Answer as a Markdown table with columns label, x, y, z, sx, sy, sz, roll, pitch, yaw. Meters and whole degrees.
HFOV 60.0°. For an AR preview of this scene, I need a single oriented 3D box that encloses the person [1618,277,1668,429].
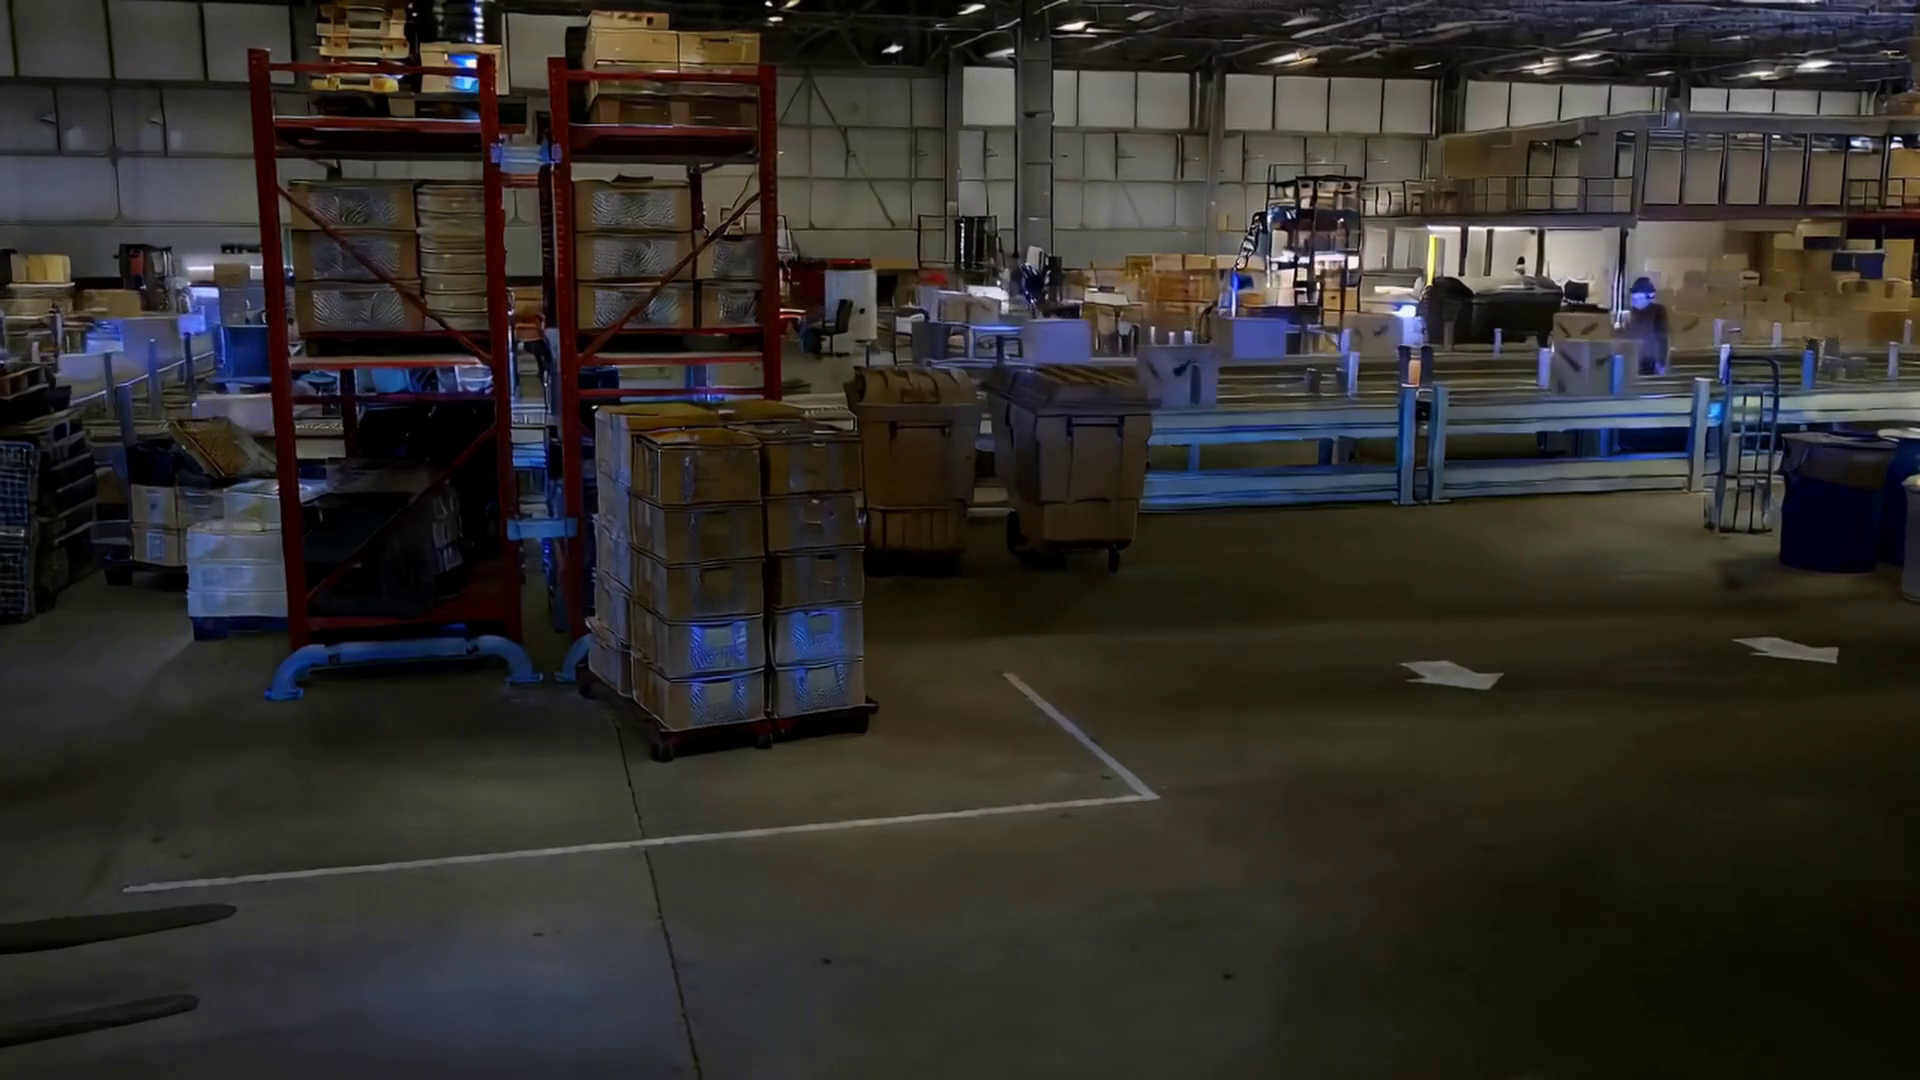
| label | x | y | z | sx | sy | sz | roll | pitch | yaw |
| --- | --- | --- | --- | --- | --- | --- | --- | --- | --- |
| person | 7.614 | -2.060 | 18.720 | 0.965 | 1.773 | 0.606 | -1 | 10 | -7 |

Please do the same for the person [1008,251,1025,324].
| label | x | y | z | sx | sy | sz | roll | pitch | yaw |
| --- | --- | --- | --- | --- | --- | --- | --- | --- | --- |
| person | 1.318 | -5.590 | 38.020 | 0.422 | 2.026 | 0.618 | 3 | 11 | 18 |

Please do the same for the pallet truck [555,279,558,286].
| label | x | y | z | sx | sy | sz | roll | pitch | yaw |
| --- | --- | --- | --- | --- | --- | --- | --- | --- | --- |
| pallet truck | -10.604 | -6.375 | 44.520 | 0.653 | 1.274 | 1.630 | -3 | 10 | -15 |

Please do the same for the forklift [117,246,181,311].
| label | x | y | z | sx | sy | sz | roll | pitch | yaw |
| --- | --- | --- | --- | --- | --- | --- | --- | --- | --- |
| forklift | -19.966 | -6.232 | 40.894 | 1.157 | 1.987 | 2.680 | -3 | 10 | -15 |

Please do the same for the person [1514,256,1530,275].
| label | x | y | z | sx | sy | sz | roll | pitch | yaw |
| --- | --- | --- | --- | --- | --- | --- | --- | --- | --- |
| person | 16.707 | -7.538 | 49.568 | 0.506 | 1.847 | 0.344 | -1 | 10 | -4 |

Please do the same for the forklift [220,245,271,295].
| label | x | y | z | sx | sy | sz | roll | pitch | yaw |
| --- | --- | --- | --- | --- | --- | --- | --- | --- | --- |
| forklift | -17.749 | -6.334 | 41.440 | 1.157 | 1.987 | 2.680 | -3 | 10 | -17 |
